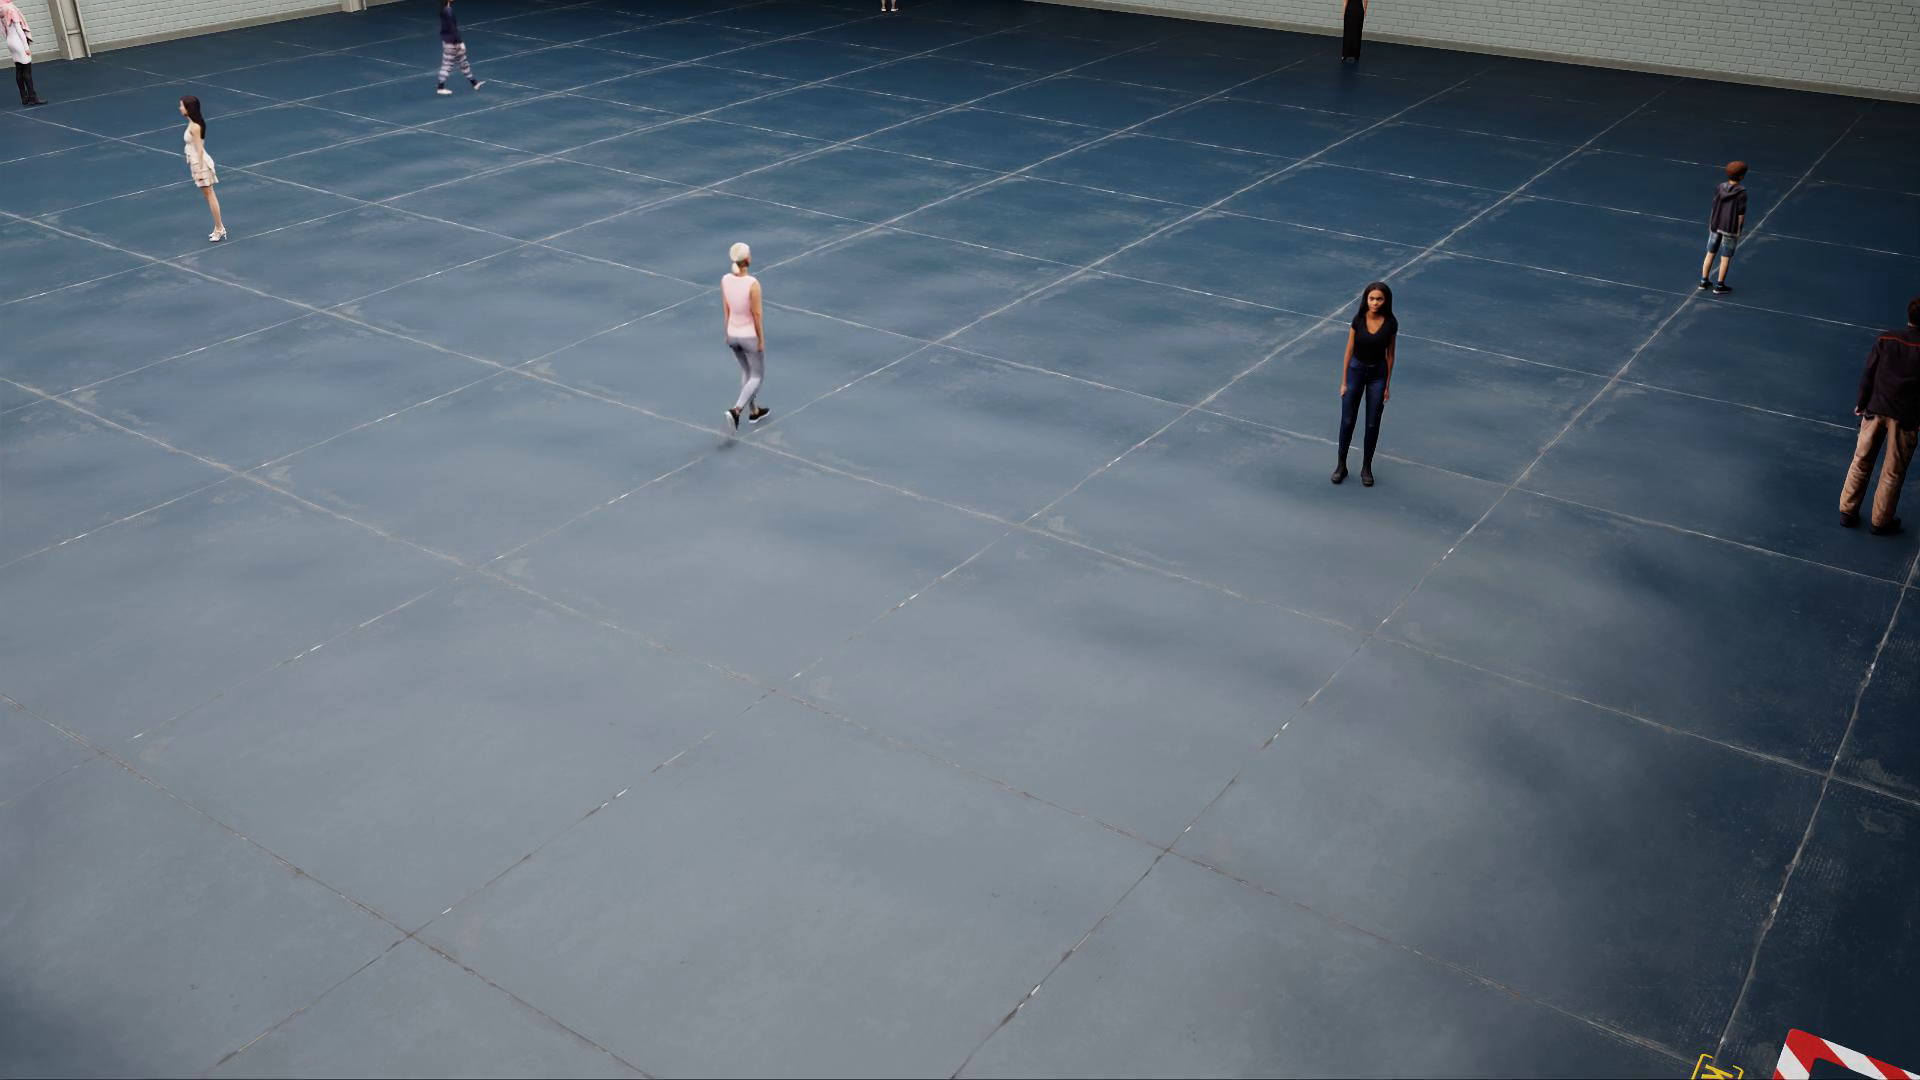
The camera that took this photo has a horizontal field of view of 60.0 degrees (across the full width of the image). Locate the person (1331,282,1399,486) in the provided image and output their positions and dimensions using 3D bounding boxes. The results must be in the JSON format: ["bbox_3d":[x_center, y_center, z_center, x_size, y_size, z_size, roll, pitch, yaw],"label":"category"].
[{"bbox_3d":[3.364,-1.308,13.775,0.625,1.740,0.635,6,28,12],"label":"person"}]

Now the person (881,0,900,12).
[{"bbox_3d":[-1.488,-11.700,34.054,0.665,1.651,0.675,3,27,6],"label":"person"}]

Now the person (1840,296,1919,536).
[{"bbox_3d":[7.250,-0.981,12.938,0.649,1.924,0.743,-24,36,-38],"label":"person"}]

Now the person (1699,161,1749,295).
[{"bbox_3d":[8.387,-3.436,18.228,0.617,1.446,0.604,-17,32,-30],"label":"person"}]

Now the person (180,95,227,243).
[{"bbox_3d":[-9.033,-4.438,19.858,0.686,1.736,0.657,-10,29,-19],"label":"person"}]

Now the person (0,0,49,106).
[{"bbox_3d":[-14.945,-7.832,26.373,0.640,1.804,0.608,15,31,26],"label":"person"}]

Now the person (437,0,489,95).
[{"bbox_3d":[-8.329,-8.042,26.911,1.160,1.686,0.965,-12,30,-22],"label":"person"}]

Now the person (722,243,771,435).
[{"bbox_3d":[-1.933,-1.760,14.688,0.623,1.707,0.995,13,30,24],"label":"person"}]

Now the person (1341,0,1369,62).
[{"bbox_3d":[6.987,-9.327,29.498,0.667,1.603,0.680,2,27,4],"label":"person"}]
